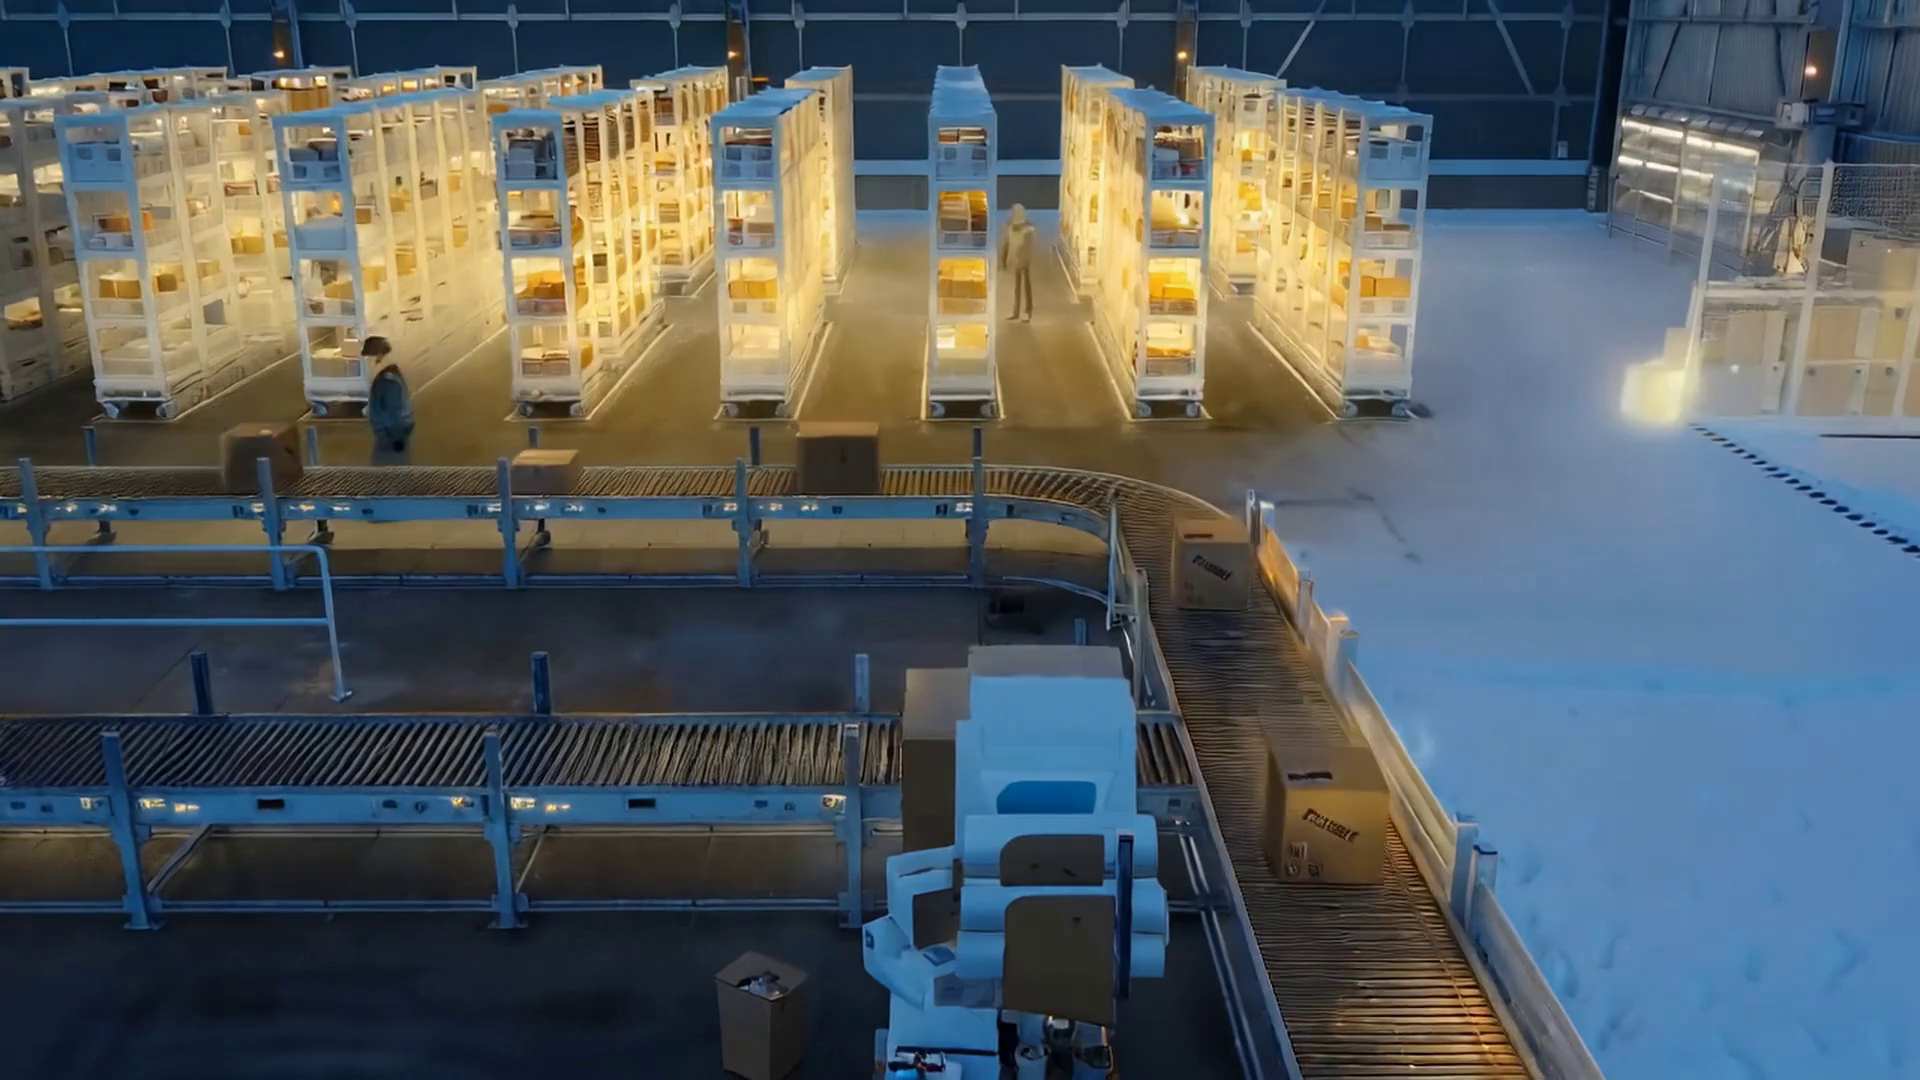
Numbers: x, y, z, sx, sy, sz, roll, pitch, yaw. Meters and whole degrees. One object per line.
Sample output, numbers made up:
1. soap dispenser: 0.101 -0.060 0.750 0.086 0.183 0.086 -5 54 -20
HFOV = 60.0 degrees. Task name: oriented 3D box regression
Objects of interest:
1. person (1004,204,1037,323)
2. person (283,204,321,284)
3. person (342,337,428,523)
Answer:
1. person: 0.944 -4.331 26.022 0.569 1.831 0.412 11 21 31
2. person: -11.090 -5.063 28.009 0.396 1.992 0.623 12 22 33
3. person: -5.585 -1.056 15.976 0.868 1.792 0.627 -3 18 -11
